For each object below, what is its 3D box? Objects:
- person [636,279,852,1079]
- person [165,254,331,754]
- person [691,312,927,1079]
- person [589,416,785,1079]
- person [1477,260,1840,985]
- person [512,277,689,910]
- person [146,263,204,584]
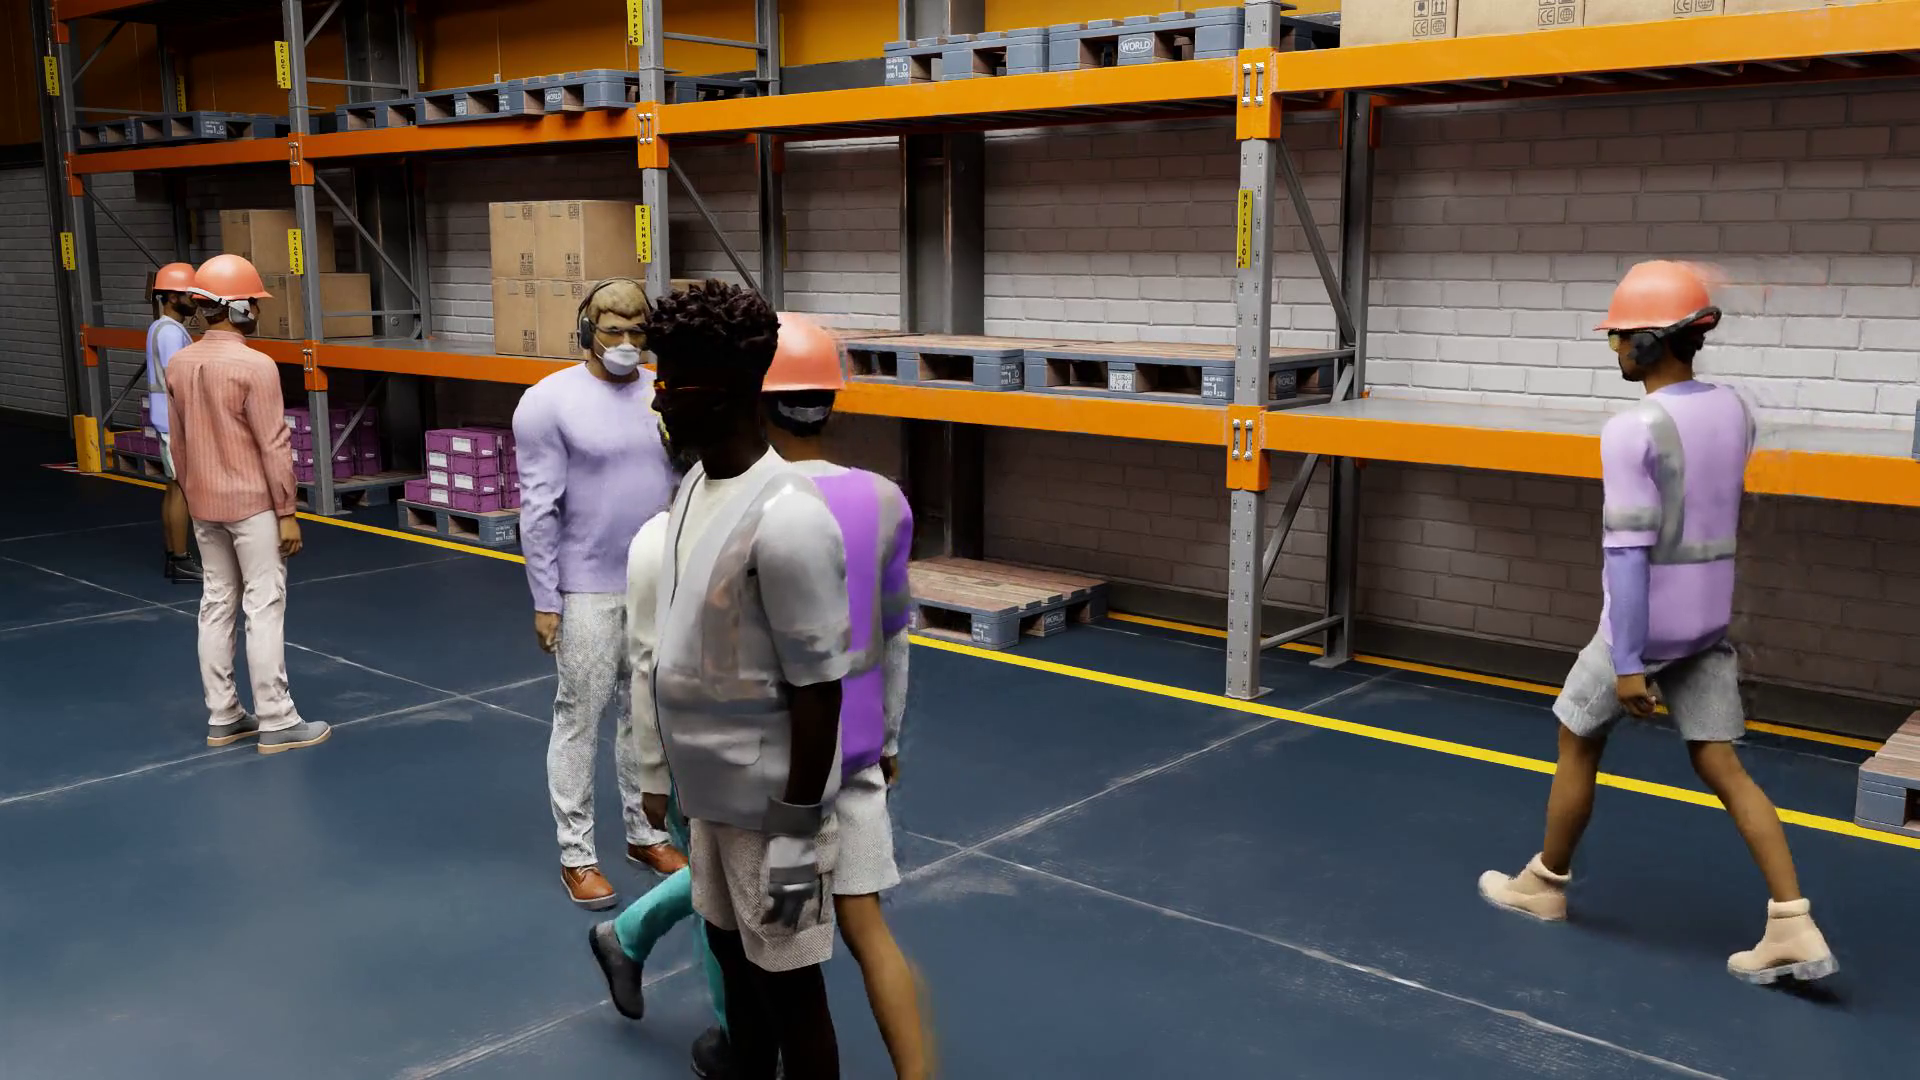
[{"bbox_3d":[-0.423,0.476,3.290,0.372,1.963,0.608,-5,11,-28],"label":"person"},{"bbox_3d":[-2.884,-0.136,6.685,0.608,1.995,0.377,5,11,26],"label":"person"},{"bbox_3d":[-0.312,0.452,3.646,0.559,1.897,0.983,-7,12,-34],"label":"person"},{"bbox_3d":[-0.641,0.466,3.977,0.713,1.744,0.535,5,11,25],"label":"person"},{"bbox_3d":[2.010,0.226,4.653,0.623,2.000,1.048,-6,11,-30],"label":"person"},{"bbox_3d":[-1.067,0.158,5.191,0.627,1.934,0.370,-10,14,-44],"label":"person"},{"bbox_3d":[-4.703,-0.704,10.092,0.375,1.933,0.550,-6,12,-31],"label":"person"}]
